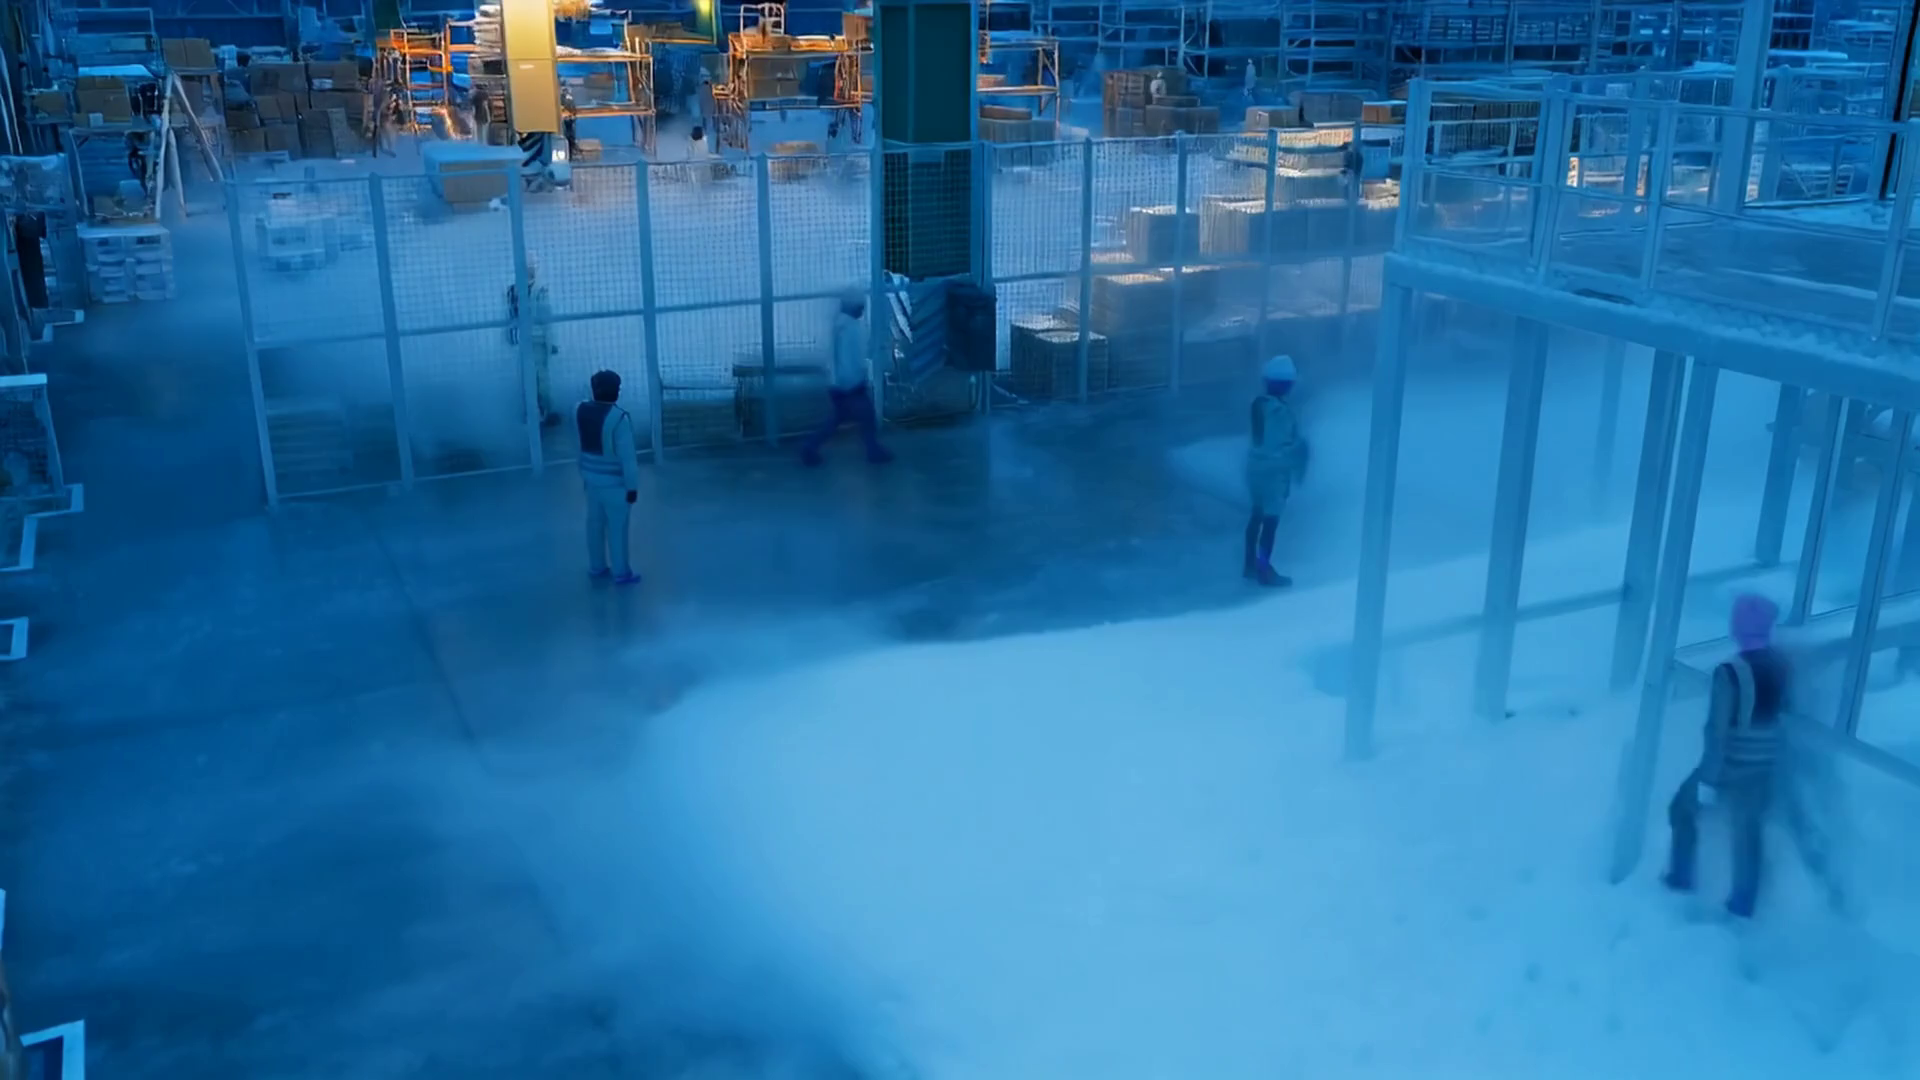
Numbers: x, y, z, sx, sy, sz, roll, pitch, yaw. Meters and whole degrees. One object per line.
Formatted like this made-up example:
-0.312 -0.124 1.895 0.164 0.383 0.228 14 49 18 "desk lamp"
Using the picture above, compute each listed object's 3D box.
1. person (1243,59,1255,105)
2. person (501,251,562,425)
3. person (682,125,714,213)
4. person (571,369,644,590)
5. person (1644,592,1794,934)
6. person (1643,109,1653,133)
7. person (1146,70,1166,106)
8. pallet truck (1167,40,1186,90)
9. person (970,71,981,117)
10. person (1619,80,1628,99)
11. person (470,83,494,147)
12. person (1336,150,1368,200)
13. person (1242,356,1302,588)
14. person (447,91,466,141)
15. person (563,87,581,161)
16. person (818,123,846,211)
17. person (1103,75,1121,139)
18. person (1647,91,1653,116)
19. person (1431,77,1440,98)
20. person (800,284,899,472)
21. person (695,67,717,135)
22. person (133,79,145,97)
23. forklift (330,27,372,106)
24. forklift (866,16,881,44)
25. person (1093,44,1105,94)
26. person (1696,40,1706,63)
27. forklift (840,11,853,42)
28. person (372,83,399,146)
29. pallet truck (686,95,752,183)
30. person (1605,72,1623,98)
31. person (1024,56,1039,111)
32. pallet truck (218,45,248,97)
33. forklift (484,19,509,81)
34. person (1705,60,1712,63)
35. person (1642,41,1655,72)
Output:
10.813 -17.092 62.033 0.391 1.670 0.552 18 26 42 "person"
-4.803 -2.261 18.634 0.614 1.943 0.408 6 20 16 "person"
-5.495 -7.807 34.922 0.619 1.810 0.819 -8 20 -21 "person"
-2.885 -0.500 13.712 0.619 1.836 0.431 12 22 31 "person"
4.062 1.147 8.871 0.610 1.859 0.719 -10 21 -27 "person"
17.312 -10.230 42.096 0.526 1.708 0.943 -15 24 -36 "person"
6.078 -13.705 51.960 0.886 1.852 0.580 -18 26 -42 "person"
9.045 -19.971 69.895 0.823 1.965 1.885 -3 19 -8 "pallet truck"
0.309 -15.050 55.744 0.723 1.920 0.638 1 19 2 "person"
21.040 -14.002 53.225 0.518 1.584 0.829 4 20 13 "person"
-12.933 -11.399 45.137 0.631 1.940 0.372 6 20 18 "person"
6.891 -5.982 29.487 0.608 1.898 0.639 -7 20 -20 "person"
2.586 -0.567 13.736 0.362 1.935 0.553 -5 20 -15 "person"
-13.812 -11.477 45.736 0.549 1.681 0.401 -15 24 -36 "person"
-10.271 -11.024 44.081 0.381 1.918 0.584 -3 19 -9 "person"
-2.676 -7.863 35.070 0.521 1.821 0.964 8 21 23 "person"
4.541 -12.959 49.784 0.509 1.860 0.334 7 20 20 "person"
17.879 -10.717 43.254 1.006 1.894 0.543 5 20 15 "person"
14.895 -13.832 52.650 0.550 1.622 0.373 6 20 16 "person"
-1.171 -1.618 16.773 0.988 1.962 0.616 -6 20 -16 "person"
-7.789 -13.457 50.948 0.690 2.000 0.538 2 19 5 "person"
-25.332 -13.404 51.419 0.520 1.633 0.314 6 20 16 "person"
-22.696 -17.278 60.756 1.873 2.768 1.129 -9 21 -25 "forklift"
-3.728 -22.075 74.663 1.129 2.768 1.873 -10 21 -26 "forklift"
5.558 -18.808 66.537 0.474 1.982 0.611 13 23 32 "person"
34.800 -22.592 77.997 0.633 1.668 0.318 -16 24 -38 "person"
-5.672 -25.051 83.290 1.873 2.768 1.129 -9 21 -25 "forklift"
-16.555 -12.250 47.655 0.714 1.908 0.610 7 20 20 "person"
-5.836 -9.608 39.856 0.823 1.965 1.885 10 22 27 "pallet truck"
19.823 -13.197 50.413 0.553 1.893 0.952 0 19 1 "person"
2.578 -16.163 58.990 0.635 1.913 0.814 -2 19 -5 "person"
-28.879 -18.665 66.111 0.823 1.965 1.885 -3 19 -9 "pallet truck"
-19.135 -20.565 70.286 1.129 2.768 1.873 13 23 33 "forklift"
25.473 -15.390 56.748 0.802 1.904 0.571 -7 20 -19 "person"
32.713 -23.019 79.011 0.673 1.814 0.598 -8 21 -22 "person"
